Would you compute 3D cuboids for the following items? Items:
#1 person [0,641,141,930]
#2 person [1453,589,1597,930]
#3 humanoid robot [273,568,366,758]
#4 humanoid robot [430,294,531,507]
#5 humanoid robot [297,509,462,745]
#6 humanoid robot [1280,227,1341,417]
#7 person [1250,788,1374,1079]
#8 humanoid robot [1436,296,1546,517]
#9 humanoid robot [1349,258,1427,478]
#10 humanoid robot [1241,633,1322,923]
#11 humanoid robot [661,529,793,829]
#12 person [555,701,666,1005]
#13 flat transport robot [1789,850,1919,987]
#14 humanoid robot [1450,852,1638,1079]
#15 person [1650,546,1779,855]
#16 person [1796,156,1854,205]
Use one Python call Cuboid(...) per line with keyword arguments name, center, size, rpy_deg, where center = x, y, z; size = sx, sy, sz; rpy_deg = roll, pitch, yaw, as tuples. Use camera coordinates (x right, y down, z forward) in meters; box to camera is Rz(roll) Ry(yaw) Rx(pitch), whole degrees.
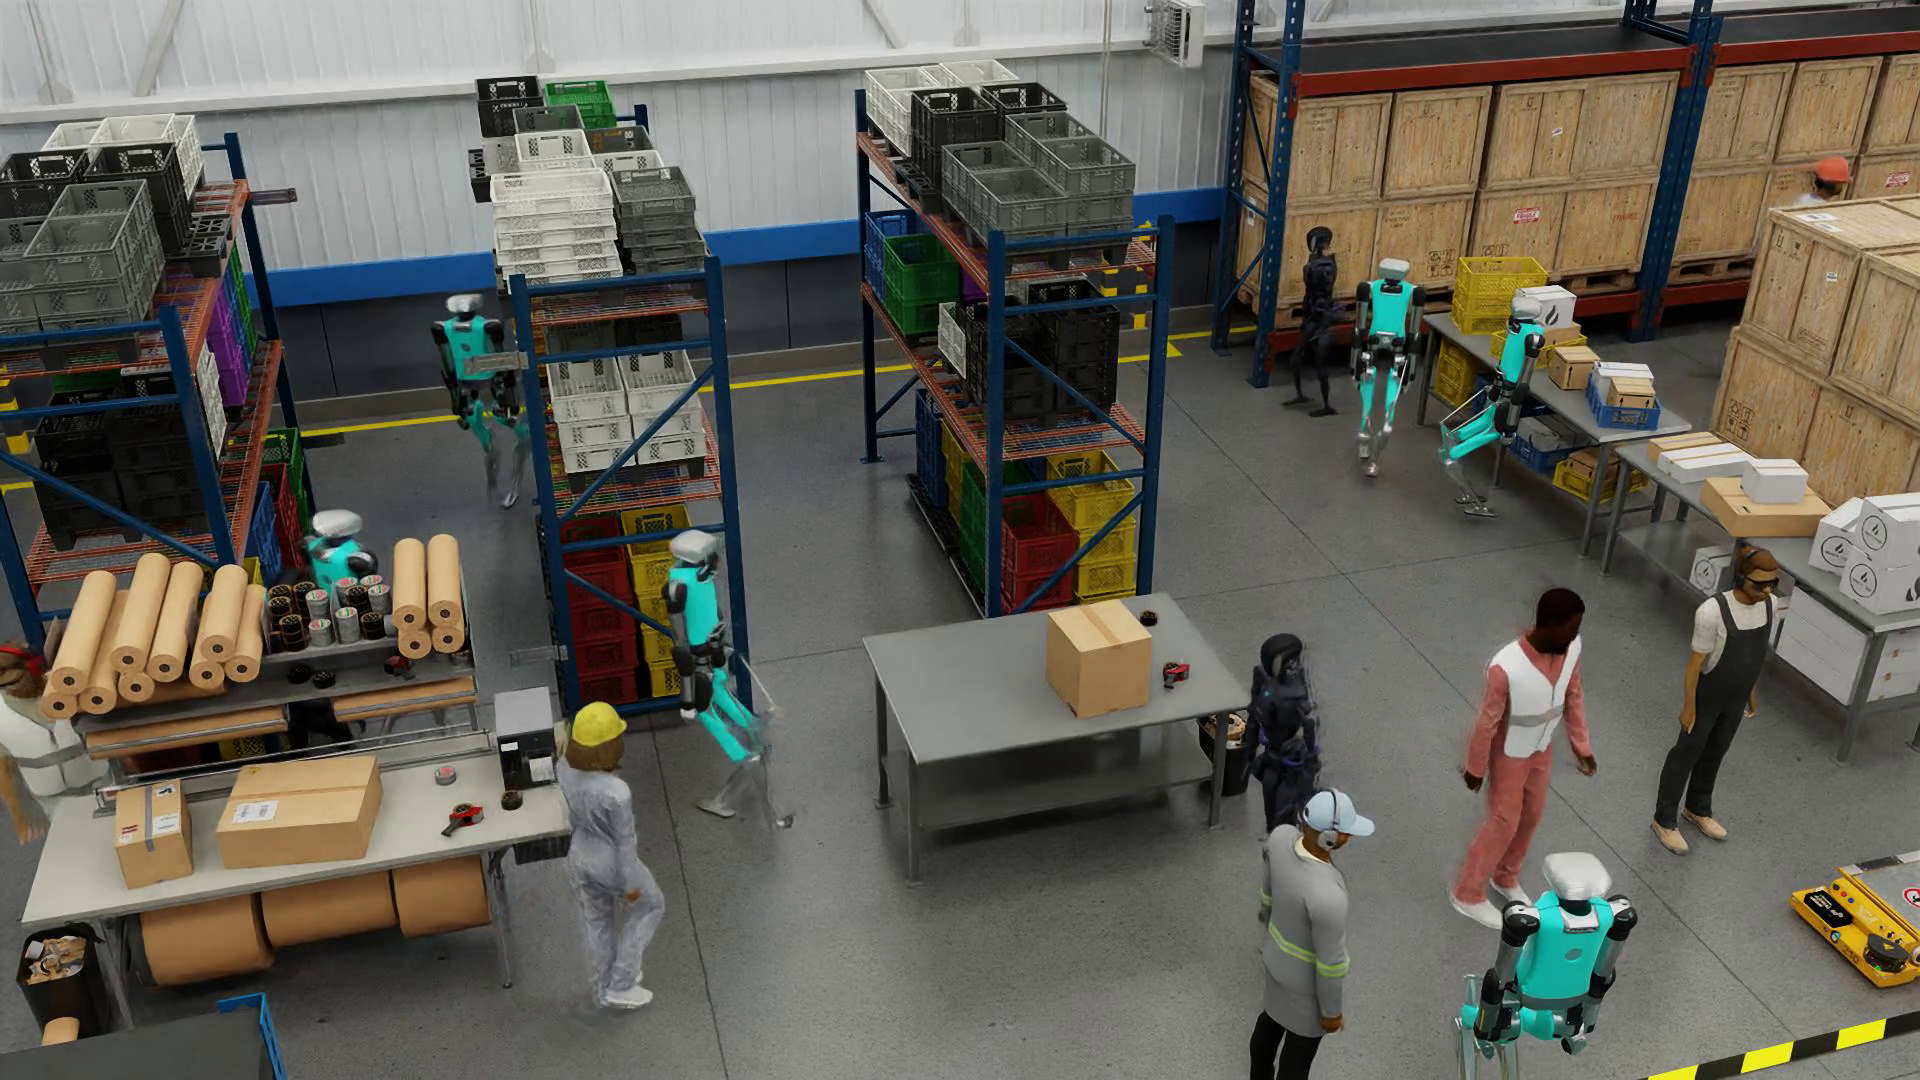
Cuboid(name="person", center=(-4.459, 1.224, 8.338), size=(0.616, 1.803, 0.450), rpy_deg=(-19, 34, -31))
Cuboid(name="person", center=(2.905, 1.097, 8.482), size=(0.624, 1.887, 0.535), rpy_deg=(-18, 34, -30))
Cuboid(name="humanoid robot", center=(-3.591, 0.874, 9.140), size=(0.614, 1.648, 0.602), rpy_deg=(3, 29, 6))
Cuboid(name="humanoid robot", center=(-3.552, -1.020, 12.592), size=(0.575, 1.887, 0.693), rpy_deg=(2, 29, 3))
Cuboid(name="humanoid robot", center=(-3.280, 0.566, 9.688), size=(0.533, 1.874, 0.797), rpy_deg=(16, 32, 26))
Cuboid(name="humanoid robot", center=(3.007, -1.826, 14.028), size=(0.514, 1.640, 0.611), rpy_deg=(-4, 29, -7))
Cuboid(name="person", center=(1.504, 1.839, 7.177), size=(0.397, 1.847, 0.587), rpy_deg=(-8, 30, -15))
Cuboid(name="humanoid robot", center=(3.840, -0.985, 12.289), size=(0.735, 1.677, 0.533), rpy_deg=(1, 29, 1))
Cuboid(name="humanoid robot", center=(3.269, -1.262, 12.939), size=(0.542, 1.759, 0.930), rpy_deg=(9, 30, 15))
Cuboid(name="humanoid robot", center=(1.662, 1.194, 8.529), size=(0.445, 1.639, 0.584), rpy_deg=(-13, 31, -23))
Cuboid(name="humanoid robot", center=(-1.181, 0.836, 9.206), size=(0.834, 1.851, 0.569), rpy_deg=(7, 30, 12))
Cuboid(name="person", center=(-1.660, 1.504, 7.911), size=(0.485, 1.730, 0.374), rpy_deg=(18, 34, 29))
Cuboid(name="flat transport robot", center=(5.163, 1.916, 8.676), size=(1.431, 0.231, 0.659), rpy_deg=(-8, 30, -14))
Cuboid(name="humanoid robot", center=(2.379, 1.889, 7.065), size=(0.533, 1.673, 0.735), rpy_deg=(-3, 29, -5))
Cuboid(name="person", center=(4.102, 0.853, 8.972), size=(0.506, 1.846, 0.346), rpy_deg=(-11, 31, -20))
Cuboid(name="person", center=(7.404, -2.376, 14.659), size=(0.646, 2.030, 0.619), rpy_deg=(4, 29, 8))
